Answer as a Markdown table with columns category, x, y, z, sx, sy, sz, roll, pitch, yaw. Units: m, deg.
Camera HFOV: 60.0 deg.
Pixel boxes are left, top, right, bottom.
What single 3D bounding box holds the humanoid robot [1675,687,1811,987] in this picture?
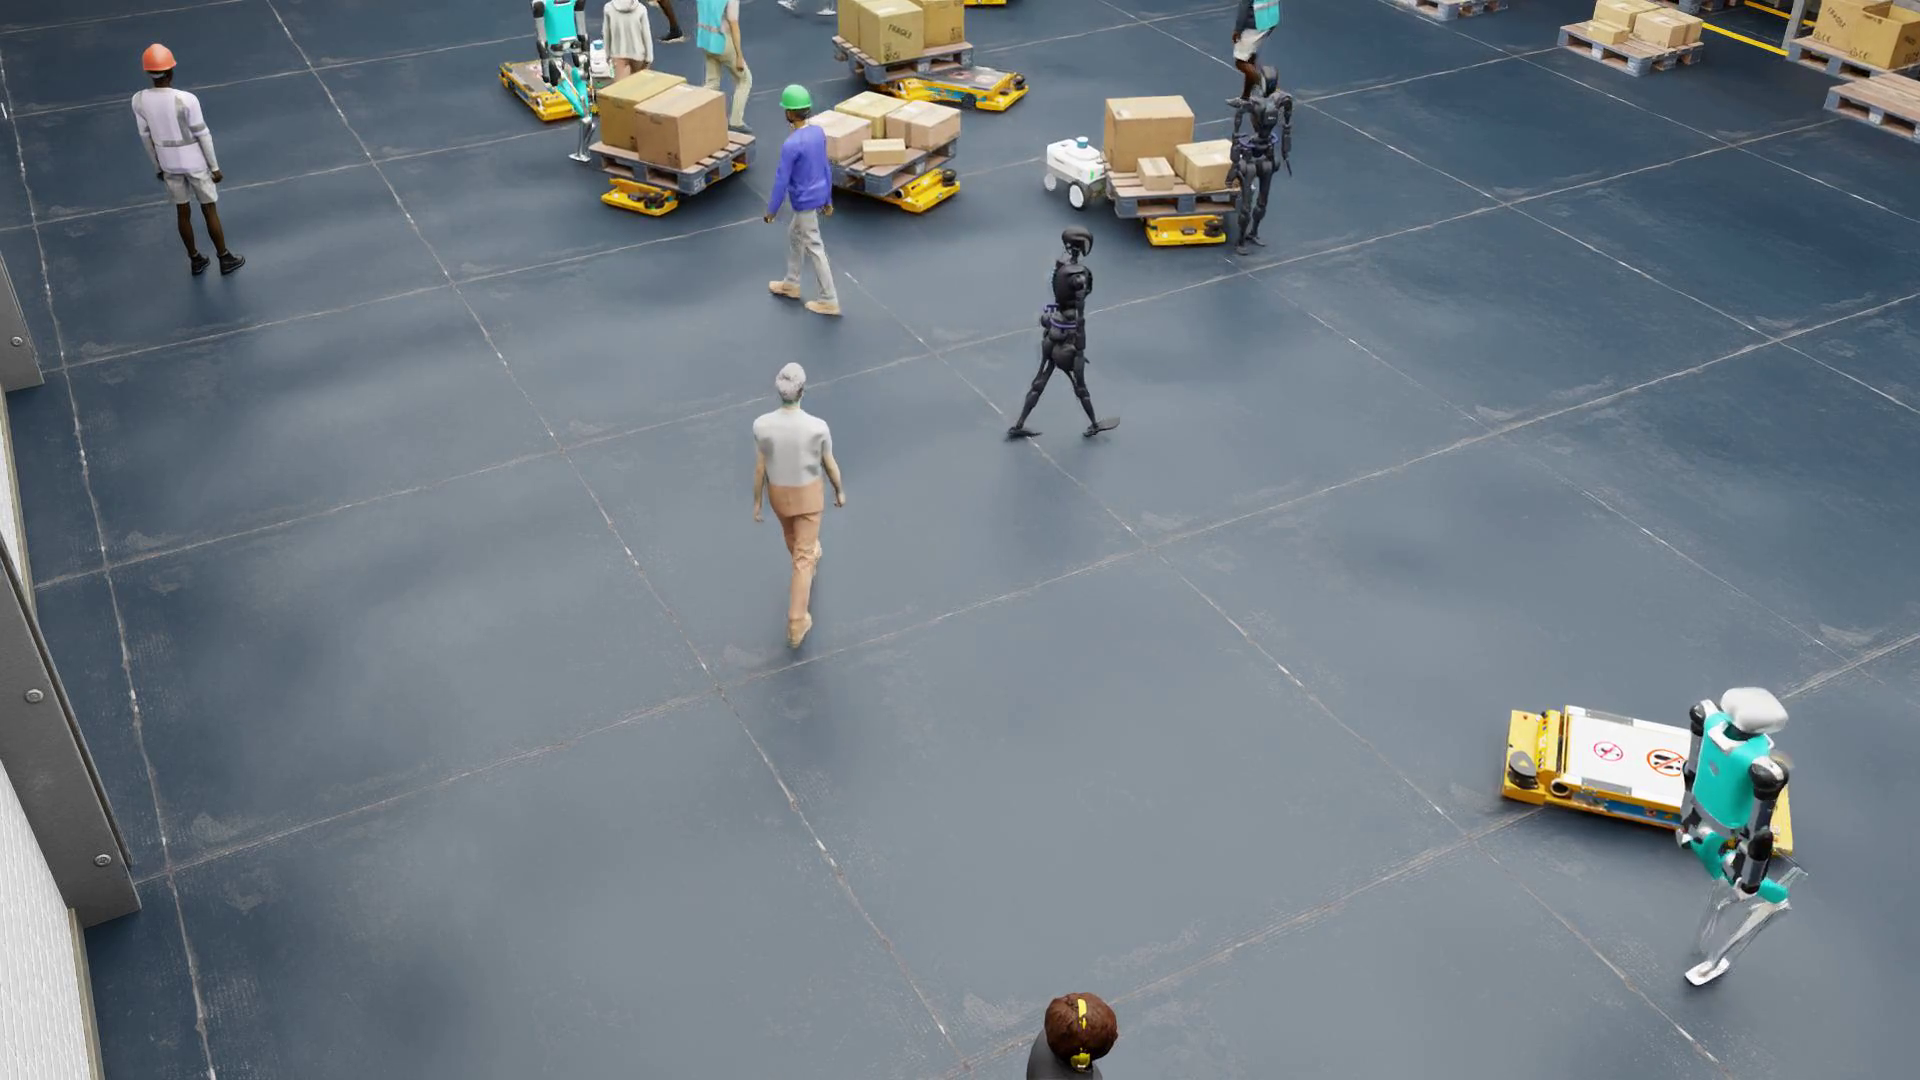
| category | x | y | z | sx | sy | sz | roll | pitch | yaw |
| --- | --- | --- | --- | --- | --- | --- | --- | --- | --- |
| humanoid robot | 3.556 | 1.395 | 7.526 | 0.760 | 1.868 | 0.537 | -9 | 36 | -13 |

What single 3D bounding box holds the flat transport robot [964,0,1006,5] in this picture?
| category | x | y | z | sx | sy | sz | roll | pitch | yaw |
| --- | --- | --- | --- | --- | --- | --- | --- | --- | --- |
| flat transport robot | 0.205 | -6.939 | 20.623 | 0.659 | 0.231 | 1.431 | -1 | 35 | -2 |

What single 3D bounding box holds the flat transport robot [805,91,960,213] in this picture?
| category | x | y | z | sx | sy | sz | roll | pitch | yaw |
| --- | --- | --- | --- | --- | --- | --- | --- | --- | --- |
| flat transport robot | -0.769 | -3.410 | 15.585 | 1.431 | 0.231 | 0.659 | 21 | 40 | 27 |

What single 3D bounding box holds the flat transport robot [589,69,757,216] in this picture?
| category | x | y | z | sx | sy | sz | roll | pitch | yaw |
| --- | --- | --- | --- | --- | --- | --- | --- | --- | --- |
| flat transport robot | -2.658 | -3.422 | 15.602 | 0.659 | 0.231 | 1.431 | 18 | 39 | 24 |

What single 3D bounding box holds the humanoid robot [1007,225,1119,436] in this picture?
| category | x | y | z | sx | sy | sz | roll | pitch | yaw |
| --- | --- | --- | --- | --- | --- | --- | --- | --- | --- |
| humanoid robot | 0.719 | -1.436 | 11.583 | 0.805 | 1.625 | 0.599 | -7 | 36 | -10 |

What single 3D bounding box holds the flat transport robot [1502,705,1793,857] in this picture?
| category | x | y | z | sx | sy | sz | roll | pitch | yaw |
| --- | --- | --- | --- | --- | --- | --- | --- | --- | --- |
| flat transport robot | 3.681 | 1.261 | 8.915 | 1.431 | 0.231 | 0.659 | 11 | 37 | 15 |

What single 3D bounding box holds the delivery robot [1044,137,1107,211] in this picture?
| category | x | y | z | sx | sy | sz | roll | pitch | yaw |
| --- | --- | --- | --- | --- | --- | --- | --- | --- | --- |
| delivery robot | 1.126 | -3.407 | 15.334 | 0.499 | 0.598 | 0.802 | -22 | 41 | -28 |

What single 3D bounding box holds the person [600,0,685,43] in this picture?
| category | x | y | z | sx | sy | sz | roll | pitch | yaw |
| --- | --- | --- | --- | --- | --- | --- | --- | --- | --- |
| person | -3.598 | -6.477 | 18.535 | 0.968 | 1.917 | 0.613 | 5 | 35 | 7 |

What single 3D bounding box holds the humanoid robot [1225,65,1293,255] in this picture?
| category | x | y | z | sx | sy | sz | roll | pitch | yaw |
| --- | --- | --- | --- | --- | --- | --- | --- | --- | --- |
| humanoid robot | 2.543 | -3.246 | 14.124 | 0.600 | 1.644 | 0.357 | -12 | 37 | -17 |

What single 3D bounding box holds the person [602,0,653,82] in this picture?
| category | x | y | z | sx | sy | sz | roll | pitch | yaw |
| --- | --- | --- | --- | --- | --- | --- | --- | --- | --- |
| person | -3.232 | -4.711 | 16.244 | 0.466 | 1.637 | 0.804 | -8 | 36 | -11 |

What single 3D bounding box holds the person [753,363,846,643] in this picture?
| category | x | y | z | sx | sy | sz | roll | pitch | yaw |
| --- | --- | --- | --- | --- | --- | --- | --- | --- | --- |
| person | -0.948 | -0.289 | 9.885 | 0.499 | 1.693 | 0.917 | 7 | 36 | 9 |

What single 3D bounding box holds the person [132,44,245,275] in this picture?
| category | x | y | z | sx | sy | sz | roll | pitch | yaw |
| --- | --- | --- | --- | --- | --- | --- | --- | --- | --- |
| person | -6.386 | -3.120 | 13.719 | 0.552 | 1.933 | 0.365 | 1 | 35 | 1 |

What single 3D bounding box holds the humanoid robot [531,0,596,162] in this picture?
| category | x | y | z | sx | sy | sz | roll | pitch | yaw |
| --- | --- | --- | --- | --- | --- | --- | --- | --- | --- |
| humanoid robot | -3.582 | -4.334 | 15.646 | 0.570 | 1.799 | 0.765 | -26 | 43 | -32 |

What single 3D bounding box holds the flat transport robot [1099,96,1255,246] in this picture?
| category | x | y | z | sx | sy | sz | roll | pitch | yaw |
| --- | --- | --- | --- | --- | --- | --- | --- | --- | --- |
| flat transport robot | 1.919 | -3.047 | 15.066 | 0.659 | 0.231 | 1.431 | -4 | 35 | -6 |

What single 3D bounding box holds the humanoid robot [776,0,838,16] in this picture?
| category | x | y | z | sx | sy | sz | roll | pitch | yaw |
| --- | --- | --- | --- | --- | --- | --- | --- | --- | --- |
| humanoid robot | -1.683 | -6.873 | 19.261 | 1.019 | 1.749 | 0.558 | 9 | 36 | 13 |

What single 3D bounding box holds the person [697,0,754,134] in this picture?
| category | x | y | z | sx | sy | sz | roll | pitch | yaw |
| --- | --- | --- | --- | --- | --- | --- | --- | --- | --- |
| person | -2.294 | -4.795 | 16.225 | 0.699 | 1.810 | 0.641 | 26 | 43 | 32 |

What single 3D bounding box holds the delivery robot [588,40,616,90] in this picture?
| category | x | y | z | sx | sy | sz | roll | pitch | yaw |
| --- | --- | --- | --- | --- | --- | --- | --- | --- | --- |
| delivery robot | -3.785 | -4.971 | 17.543 | 0.499 | 0.571 | 0.756 | -2 | 35 | -3 |

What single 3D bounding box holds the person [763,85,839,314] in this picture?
| category | x | y | z | sx | sy | sz | roll | pitch | yaw |
| --- | --- | --- | --- | --- | --- | --- | --- | --- | --- |
| person | -1.316 | -2.691 | 13.199 | 0.832 | 1.837 | 0.482 | 14 | 37 | 19 |

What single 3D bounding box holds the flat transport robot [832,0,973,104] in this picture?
| category | x | y | z | sx | sy | sz | roll | pitch | yaw |
| --- | --- | --- | --- | --- | --- | --- | --- | --- | --- |
| flat transport robot | -0.604 | -5.038 | 17.909 | 0.659 | 0.231 | 1.431 | -17 | 39 | -23 |

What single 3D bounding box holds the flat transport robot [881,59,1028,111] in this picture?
| category | x | y | z | sx | sy | sz | roll | pitch | yaw |
| --- | --- | --- | --- | --- | --- | --- | --- | --- | --- |
| flat transport robot | -0.060 | -4.829 | 17.611 | 1.431 | 0.231 | 0.659 | 15 | 38 | 21 |

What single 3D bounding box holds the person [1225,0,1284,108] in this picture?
| category | x | y | z | sx | sy | sz | roll | pitch | yaw |
| --- | --- | --- | --- | --- | --- | --- | --- | --- | --- |
| person | 3.027 | -5.197 | 16.700 | 0.670 | 1.916 | 0.569 | 26 | 43 | 32 |

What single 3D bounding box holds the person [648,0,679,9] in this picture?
| category | x | y | z | sx | sy | sz | roll | pitch | yaw |
| --- | --- | --- | --- | --- | --- | --- | --- | --- | --- |
| person | -3.558 | -7.139 | 19.678 | 0.427 | 1.684 | 0.530 | 15 | 38 | 20 |

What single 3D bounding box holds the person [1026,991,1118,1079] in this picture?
| category | x | y | z | sx | sy | sz | roll | pitch | yaw |
| --- | --- | --- | --- | --- | --- | --- | --- | --- | --- |
| person | 0.399 | 2.304 | 6.028 | 0.356 | 1.875 | 0.495 | -6 | 35 | -8 |

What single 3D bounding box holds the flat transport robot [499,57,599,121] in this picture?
| category | x | y | z | sx | sy | sz | roll | pitch | yaw |
| --- | --- | --- | --- | --- | --- | --- | --- | --- | --- |
| flat transport robot | -4.328 | -4.776 | 17.535 | 0.659 | 0.231 | 1.431 | -19 | 39 | -25 |
